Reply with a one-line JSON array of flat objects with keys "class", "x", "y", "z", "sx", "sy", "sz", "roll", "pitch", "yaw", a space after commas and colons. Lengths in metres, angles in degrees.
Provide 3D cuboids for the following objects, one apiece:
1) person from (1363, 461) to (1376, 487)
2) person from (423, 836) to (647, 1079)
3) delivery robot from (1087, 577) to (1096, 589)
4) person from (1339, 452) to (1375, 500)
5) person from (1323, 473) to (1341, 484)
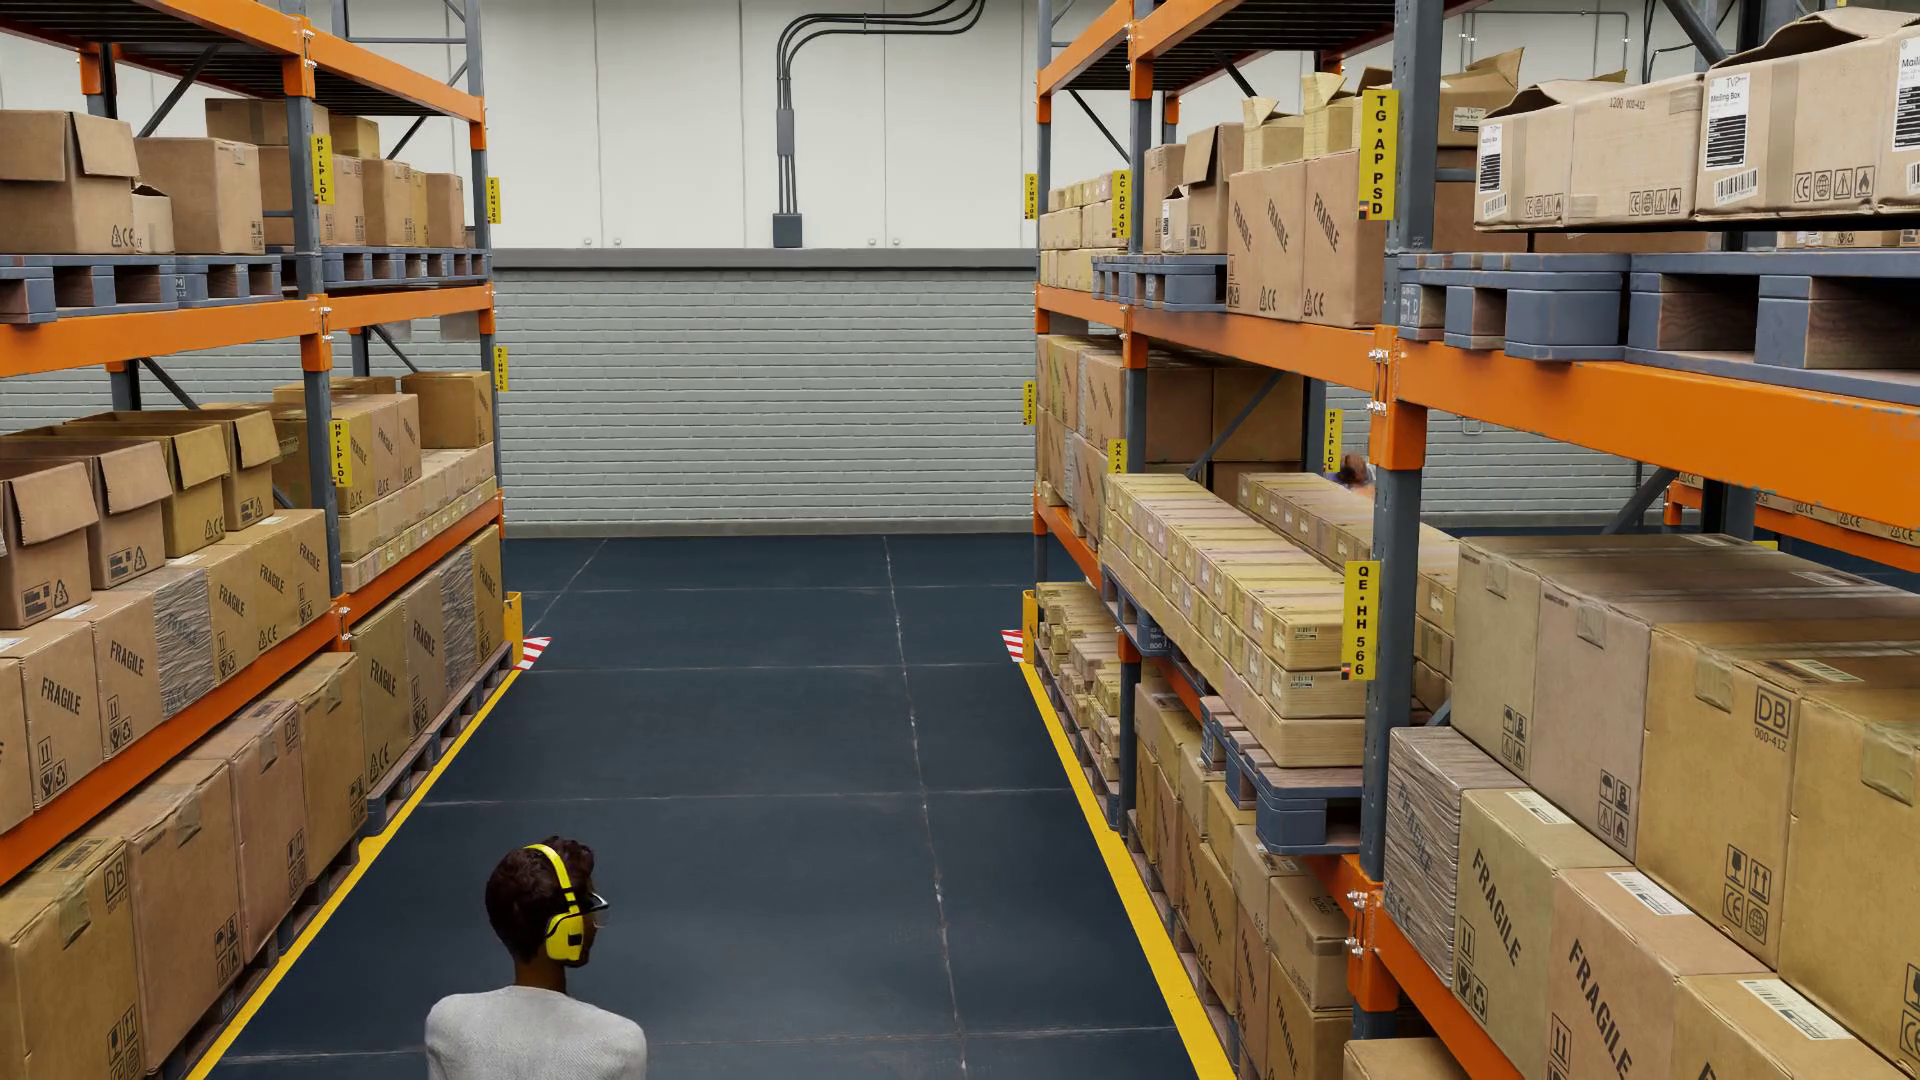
[{"class": "person", "x": 3.569, "y": -0.098, "z": 13.807, "sx": 0.522, "sy": 1.610, "sz": 0.726, "roll": -6, "pitch": 11, "yaw": -33}, {"class": "person", "x": -0.846, "y": 1.531, "z": 3.458, "sx": 0.521, "sy": 1.864, "sz": 0.335, "roll": 2, "pitch": 10, "yaw": 14}, {"class": "delivery robot", "x": 1.368, "y": 0.403, "z": 13.662, "sx": 0.477, "sy": 0.478, "sz": 0.707, "roll": -8, "pitch": 12, "yaw": -39}, {"class": "person", "x": 2.950, "y": 0.161, "z": 12.240, "sx": 0.422, "sy": 1.612, "sz": 0.548, "roll": 8, "pitch": 13, "yaw": 40}, {"class": "person", "x": 2.612, "y": -0.007, "z": 12.480, "sx": 0.463, "sy": 1.912, "sz": 0.562, "roll": -3, "pitch": 10, "yaw": -19}]
